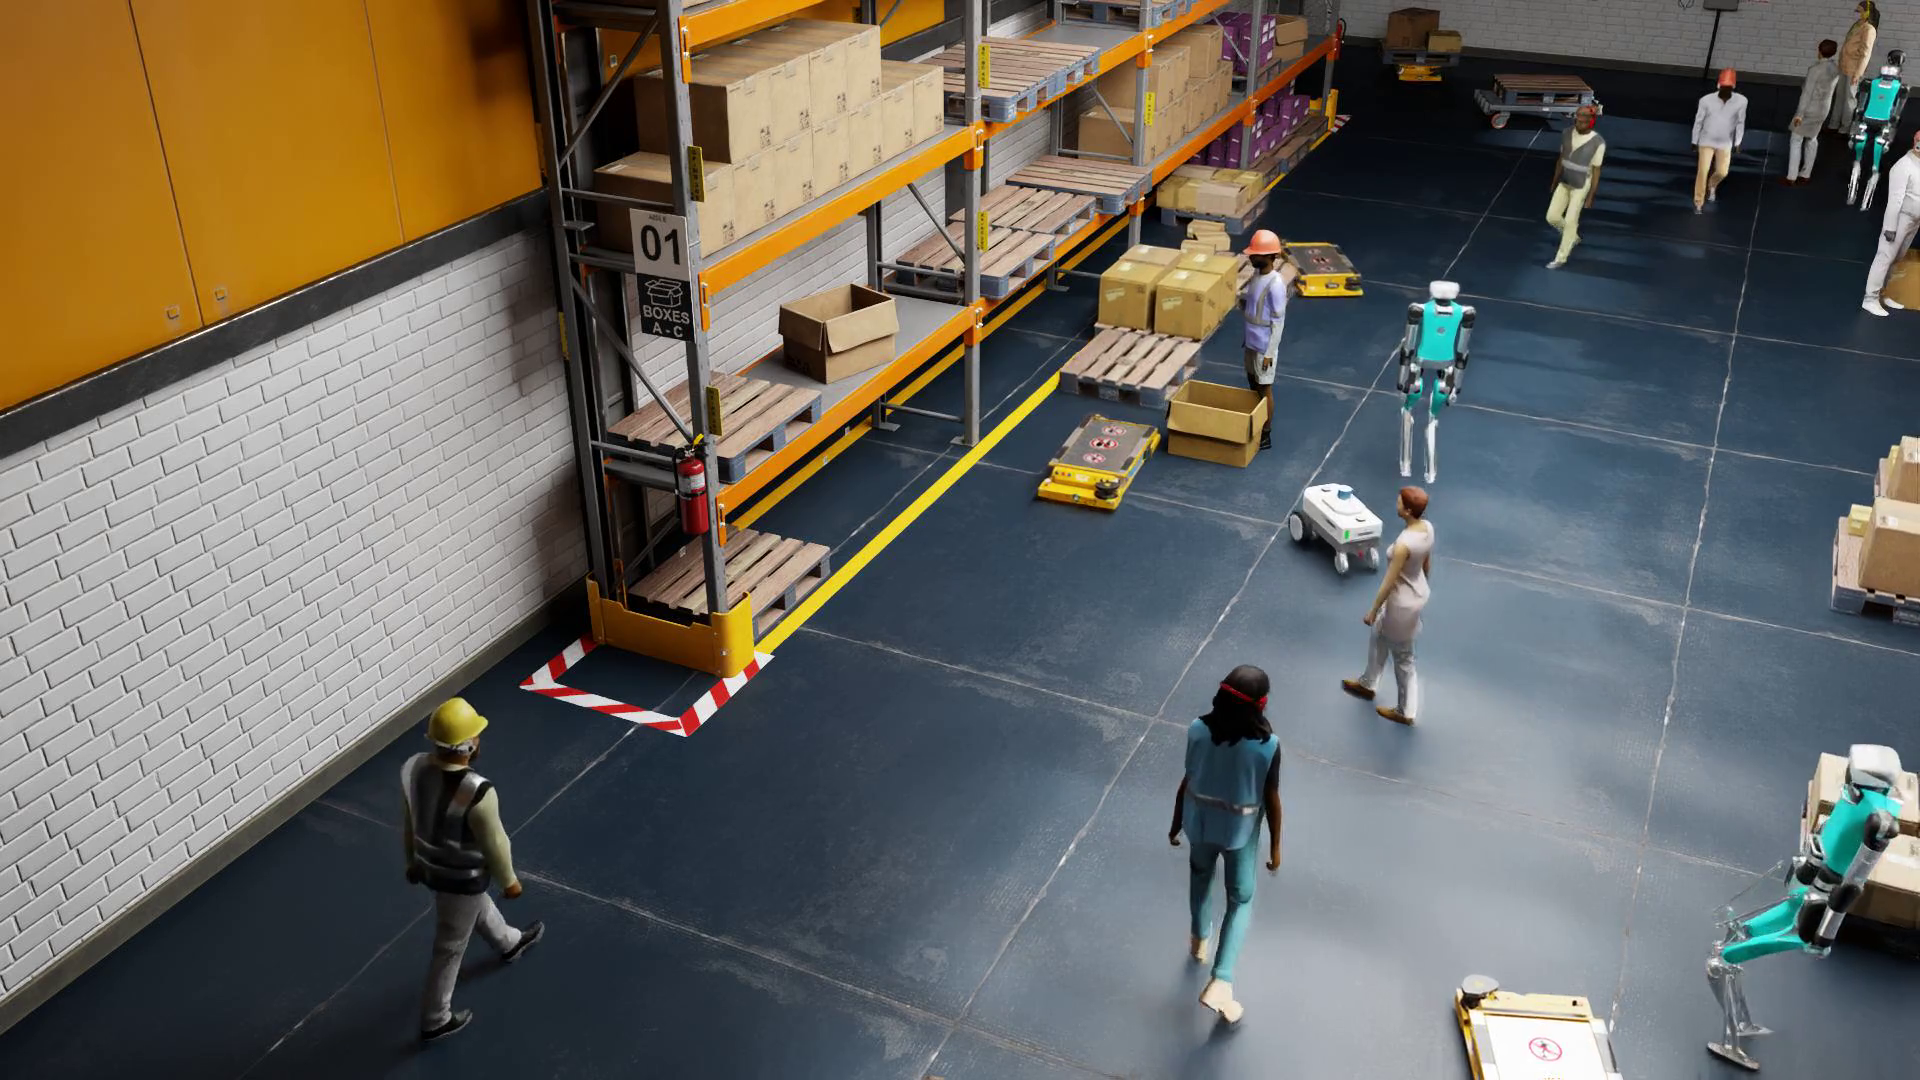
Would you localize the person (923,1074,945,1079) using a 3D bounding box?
[{"bbox_3d":[-0.098,2.670,6.306,0.343,1.661,0.484,13,31,23],"label":"person"}]

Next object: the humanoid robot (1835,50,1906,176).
[{"bbox_3d":[11.899,-5.509,21.501,0.772,1.626,0.606,3,29,6],"label":"humanoid robot"}]

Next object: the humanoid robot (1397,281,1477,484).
[{"bbox_3d":[3.834,-1.345,13.633,0.542,1.753,0.681,4,29,7],"label":"humanoid robot"}]

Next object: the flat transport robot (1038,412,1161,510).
[{"bbox_3d":[1.190,-0.678,13.985,0.659,0.231,1.431,10,30,19],"label":"flat transport robot"}]

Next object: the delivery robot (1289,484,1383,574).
[{"bbox_3d":[2.901,-0.129,12.659,0.499,0.587,0.767,-9,30,-16],"label":"delivery robot"}]

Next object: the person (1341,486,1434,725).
[{"bbox_3d":[2.705,0.384,10.559,0.699,1.632,0.468,20,34,32],"label":"person"}]

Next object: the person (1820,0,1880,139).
[{"bbox_3d":[12.444,-6.557,23.197,0.405,1.877,0.555,-1,28,-1],"label":"person"}]

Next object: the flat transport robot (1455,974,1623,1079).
[{"bbox_3d":[2.785,2.640,7.833,0.659,0.231,1.431,3,28,5],"label":"flat transport robot"}]

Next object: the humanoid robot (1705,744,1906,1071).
[{"bbox_3d":[3.914,1.726,7.967,0.785,1.757,0.554,7,29,13],"label":"humanoid robot"}]

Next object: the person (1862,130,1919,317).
[{"bbox_3d":[9.691,-3.265,17.059,0.642,1.908,0.414,-21,35,-34],"label":"person"}]

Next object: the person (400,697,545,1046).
[{"bbox_3d":[-2.451,1.590,8.199,0.599,1.778,0.907,22,35,34],"label":"person"}]

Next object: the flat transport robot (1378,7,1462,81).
[{"bbox_3d":[7.419,-7.693,26.993,0.659,0.231,1.431,5,29,8],"label":"flat transport robot"}]

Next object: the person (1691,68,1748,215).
[{"bbox_3d":[9.165,-4.849,20.163,0.577,1.739,0.499,8,29,14],"label":"person"}]

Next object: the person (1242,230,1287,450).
[{"bbox_3d":[2.524,-1.686,14.099,0.370,1.934,0.550,-5,29,-9],"label":"person"}]

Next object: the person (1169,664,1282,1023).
[{"bbox_3d":[1.309,1.501,8.299,0.577,1.842,0.768,11,30,19],"label":"person"}]

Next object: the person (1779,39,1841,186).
[{"bbox_3d":[10.848,-5.439,21.186,0.520,1.825,0.383,-12,30,-20],"label":"person"}]

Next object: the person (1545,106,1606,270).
[{"bbox_3d":[6.769,-3.882,18.290,0.468,1.824,0.608,-15,32,-26],"label":"person"}]

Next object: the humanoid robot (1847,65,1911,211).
[{"bbox_3d":[11.181,-4.927,20.321,0.552,1.790,0.680,20,34,32],"label":"humanoid robot"}]

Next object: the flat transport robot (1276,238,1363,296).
[{"bbox_3d":[3.930,-2.996,18.283,0.659,0.231,1.431,-1,28,-3],"label":"flat transport robot"}]
